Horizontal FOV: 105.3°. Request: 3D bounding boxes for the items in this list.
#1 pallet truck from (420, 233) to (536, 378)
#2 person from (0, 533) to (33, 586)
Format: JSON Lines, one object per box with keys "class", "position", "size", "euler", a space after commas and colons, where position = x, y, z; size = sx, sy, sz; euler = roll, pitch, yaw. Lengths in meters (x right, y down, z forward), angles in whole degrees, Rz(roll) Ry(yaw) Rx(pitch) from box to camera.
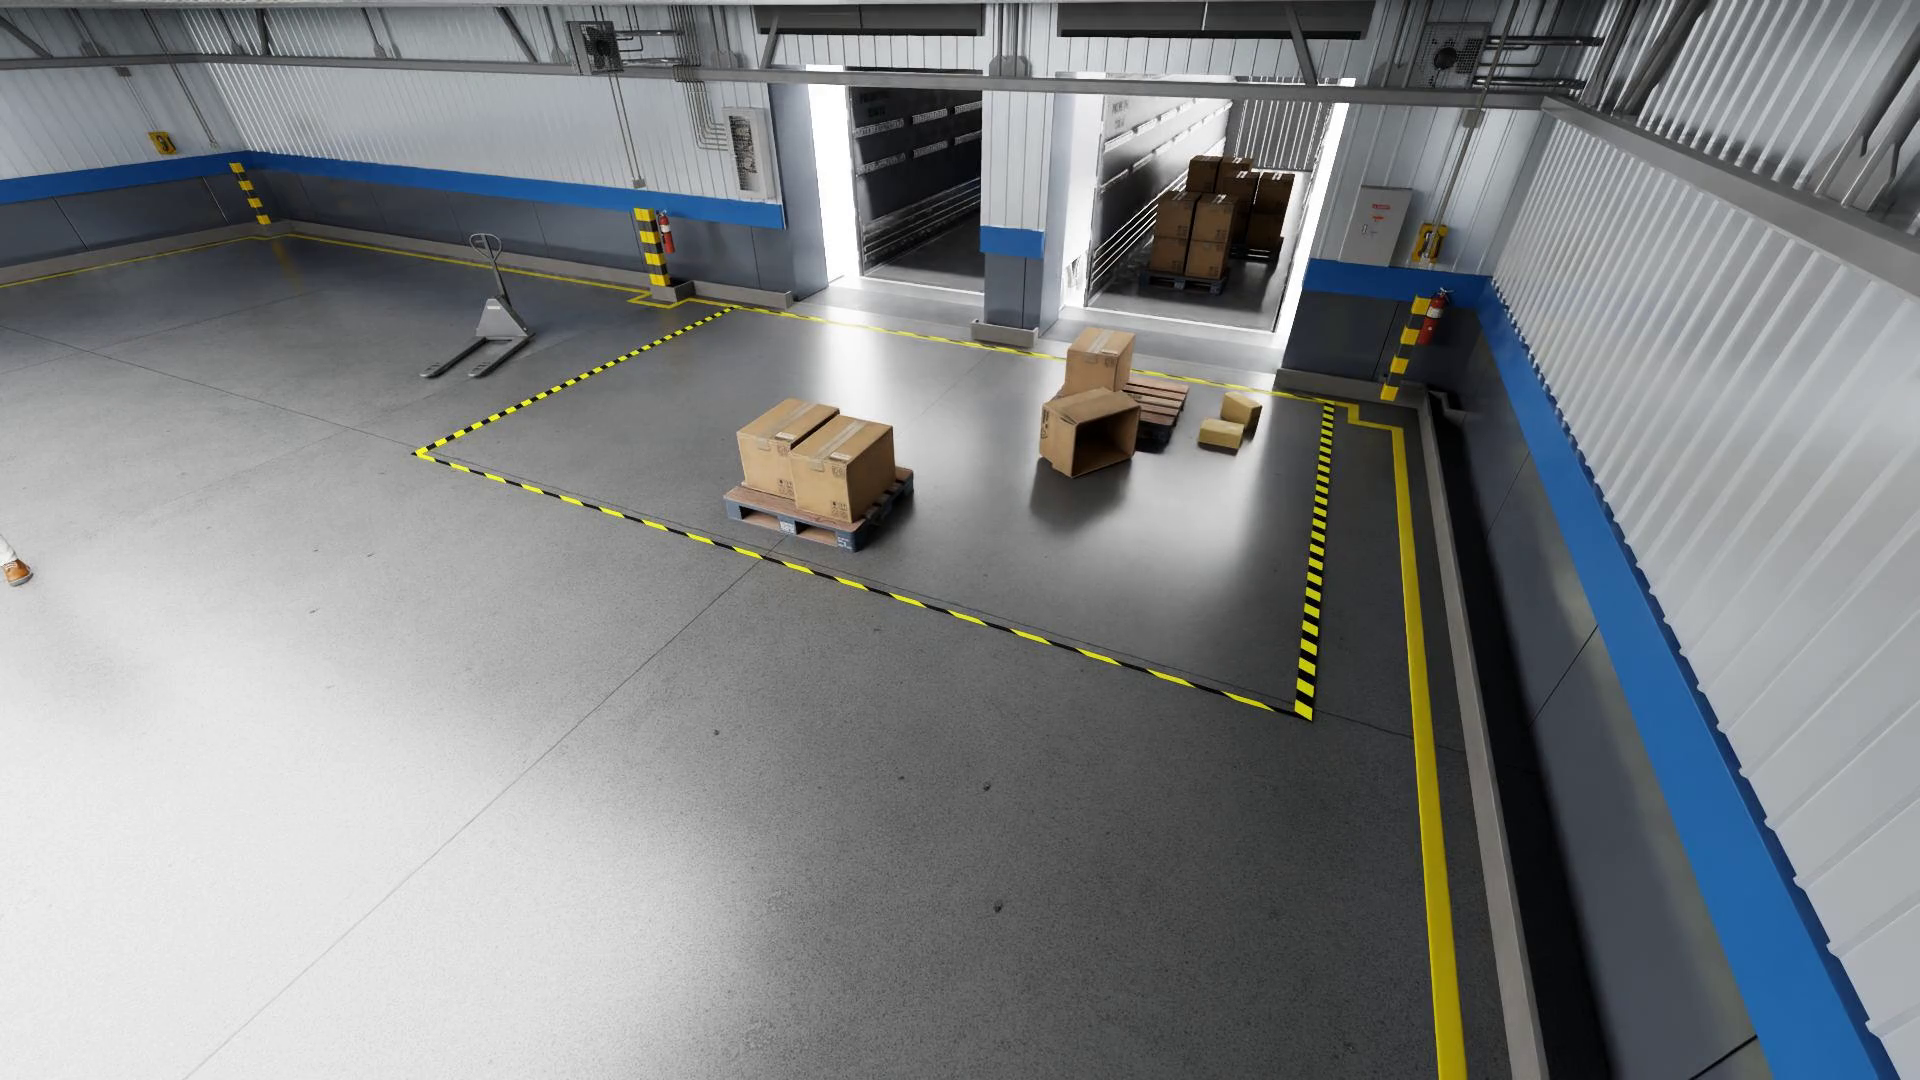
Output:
{"class": "pallet truck", "position": [-5.664, -2.712, 8.427], "size": [0.680, 1.201, 1.601], "euler": [0, 35, -1]}
{"class": "person", "position": [-6.878, -0.474, 4.675], "size": [0.604, 1.947, 0.403], "euler": [-26, 43, -32]}
